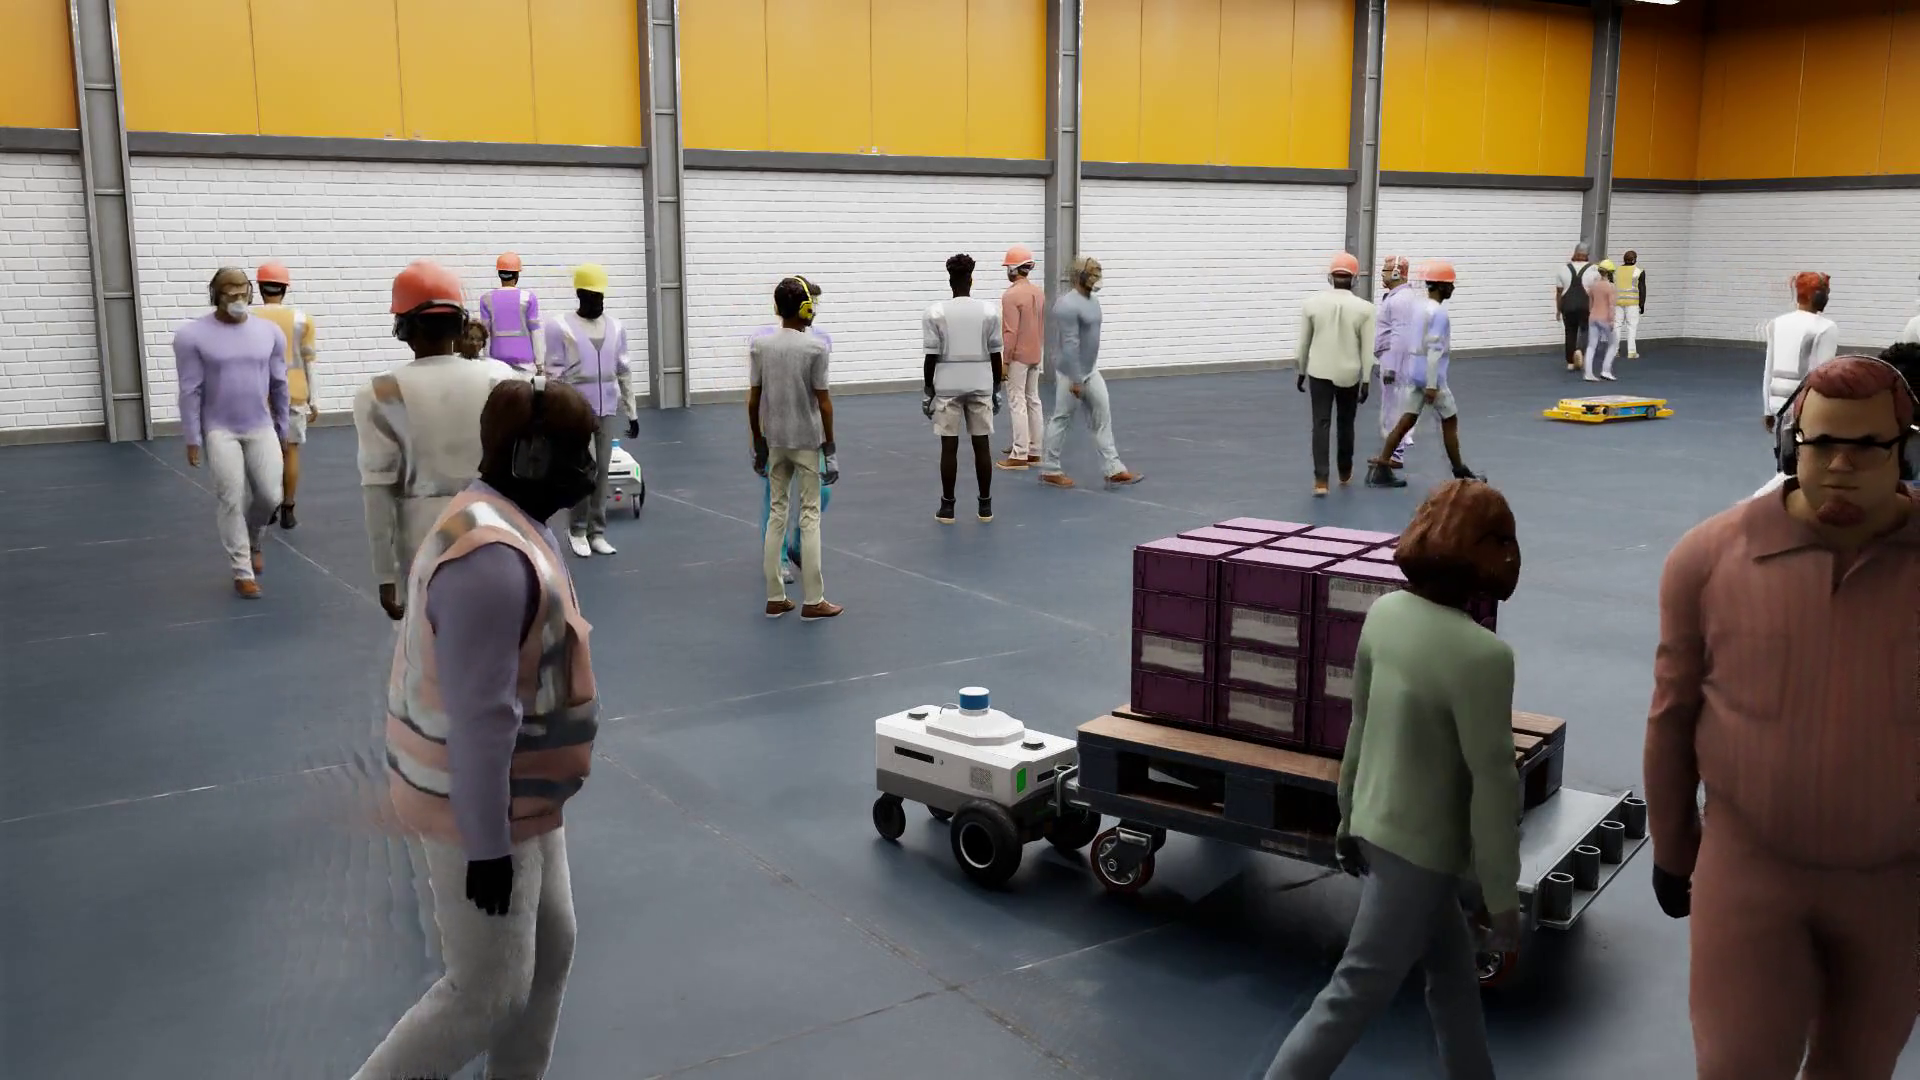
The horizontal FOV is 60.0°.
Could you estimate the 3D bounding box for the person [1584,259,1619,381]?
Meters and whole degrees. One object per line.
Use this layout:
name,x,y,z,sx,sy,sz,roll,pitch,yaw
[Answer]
person,9.266,-3.149,23.917,0.608,1.743,0.545,-4,11,-22

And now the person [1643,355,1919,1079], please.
person,1.553,0.611,2.987,0.644,1.868,0.872,5,11,24

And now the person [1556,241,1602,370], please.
person,9.614,-3.645,25.853,0.698,2.000,0.802,7,12,33

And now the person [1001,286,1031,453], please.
person,0.570,-1.612,15.828,0.266,1.631,0.507,-3,11,-17

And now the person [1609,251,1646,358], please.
person,11.484,-4.050,28.624,0.634,1.841,0.429,9,14,41

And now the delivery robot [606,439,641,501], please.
delivery robot,-2.615,-0.520,12.539,0.477,0.478,0.707,-3,11,-17

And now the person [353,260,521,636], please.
person,-1.791,0.022,5.877,0.600,2.008,1.026,-5,12,-26

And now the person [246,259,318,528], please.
person,-4.842,-1.026,11.832,0.543,1.920,0.447,-4,11,-20

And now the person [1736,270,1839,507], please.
person,5.619,-0.887,11.238,0.737,1.863,0.579,-3,11,-16

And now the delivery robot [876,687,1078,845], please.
delivery robot,0.046,0.741,5.627,0.707,0.478,0.477,9,14,41

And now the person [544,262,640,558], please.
person,-2.370,-0.839,10.815,0.466,1.912,0.595,10,14,44

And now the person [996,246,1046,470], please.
person,0.535,-1.627,14.918,0.396,1.992,0.622,7,12,33

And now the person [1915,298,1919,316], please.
person,9.730,-1.830,16.498,0.535,1.833,0.940,7,13,35

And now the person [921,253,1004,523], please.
person,0.018,-1.094,12.094,0.603,1.958,0.380,-2,10,-9

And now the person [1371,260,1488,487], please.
person,3.880,-1.357,13.747,0.986,1.889,0.562,-1,10,-7

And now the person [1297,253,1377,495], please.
person,3.058,-1.349,13.556,0.622,1.947,1.018,3,11,15

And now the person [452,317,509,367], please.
person,-2.993,-0.572,10.231,0.517,1.604,0.823,-6,12,-32

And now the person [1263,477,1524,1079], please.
person,0.963,0.660,3.529,0.841,1.575,0.525,-2,10,-9

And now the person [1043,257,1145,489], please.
person,1.088,-1.342,13.602,0.947,1.895,0.663,6,12,29

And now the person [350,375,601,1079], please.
person,-1.078,0.553,3.530,0.673,1.795,0.640,-2,10,-9

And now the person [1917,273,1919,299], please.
person,14.275,-3.236,24.520,0.493,1.699,0.506,-1,10,-3

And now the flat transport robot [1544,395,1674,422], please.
flat transport robot,7.429,-1.512,19.013,1.431,0.197,0.652,-6,12,-30

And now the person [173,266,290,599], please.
person,-4.217,-0.631,9.675,0.625,1.917,0.575,-8,13,-37

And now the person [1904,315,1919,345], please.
person,5.868,-0.671,9.832,0.629,1.939,0.376,10,14,43

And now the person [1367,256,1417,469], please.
person,3.885,-1.595,14.988,0.409,1.909,0.640,3,11,14

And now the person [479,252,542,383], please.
person,-4.126,-1.678,15.352,0.542,1.939,0.369,0,10,-1

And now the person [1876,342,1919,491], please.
person,3.664,0.056,6.532,0.537,1.681,0.598,5,12,27

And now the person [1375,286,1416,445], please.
person,4.475,-1.801,16.945,0.528,1.603,0.829,1,10,3

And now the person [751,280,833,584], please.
person,-1.025,-0.639,9.991,0.628,1.820,0.467,-7,12,-33

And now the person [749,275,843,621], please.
person,-0.896,-0.491,9.049,0.535,1.864,0.314,5,11,24
